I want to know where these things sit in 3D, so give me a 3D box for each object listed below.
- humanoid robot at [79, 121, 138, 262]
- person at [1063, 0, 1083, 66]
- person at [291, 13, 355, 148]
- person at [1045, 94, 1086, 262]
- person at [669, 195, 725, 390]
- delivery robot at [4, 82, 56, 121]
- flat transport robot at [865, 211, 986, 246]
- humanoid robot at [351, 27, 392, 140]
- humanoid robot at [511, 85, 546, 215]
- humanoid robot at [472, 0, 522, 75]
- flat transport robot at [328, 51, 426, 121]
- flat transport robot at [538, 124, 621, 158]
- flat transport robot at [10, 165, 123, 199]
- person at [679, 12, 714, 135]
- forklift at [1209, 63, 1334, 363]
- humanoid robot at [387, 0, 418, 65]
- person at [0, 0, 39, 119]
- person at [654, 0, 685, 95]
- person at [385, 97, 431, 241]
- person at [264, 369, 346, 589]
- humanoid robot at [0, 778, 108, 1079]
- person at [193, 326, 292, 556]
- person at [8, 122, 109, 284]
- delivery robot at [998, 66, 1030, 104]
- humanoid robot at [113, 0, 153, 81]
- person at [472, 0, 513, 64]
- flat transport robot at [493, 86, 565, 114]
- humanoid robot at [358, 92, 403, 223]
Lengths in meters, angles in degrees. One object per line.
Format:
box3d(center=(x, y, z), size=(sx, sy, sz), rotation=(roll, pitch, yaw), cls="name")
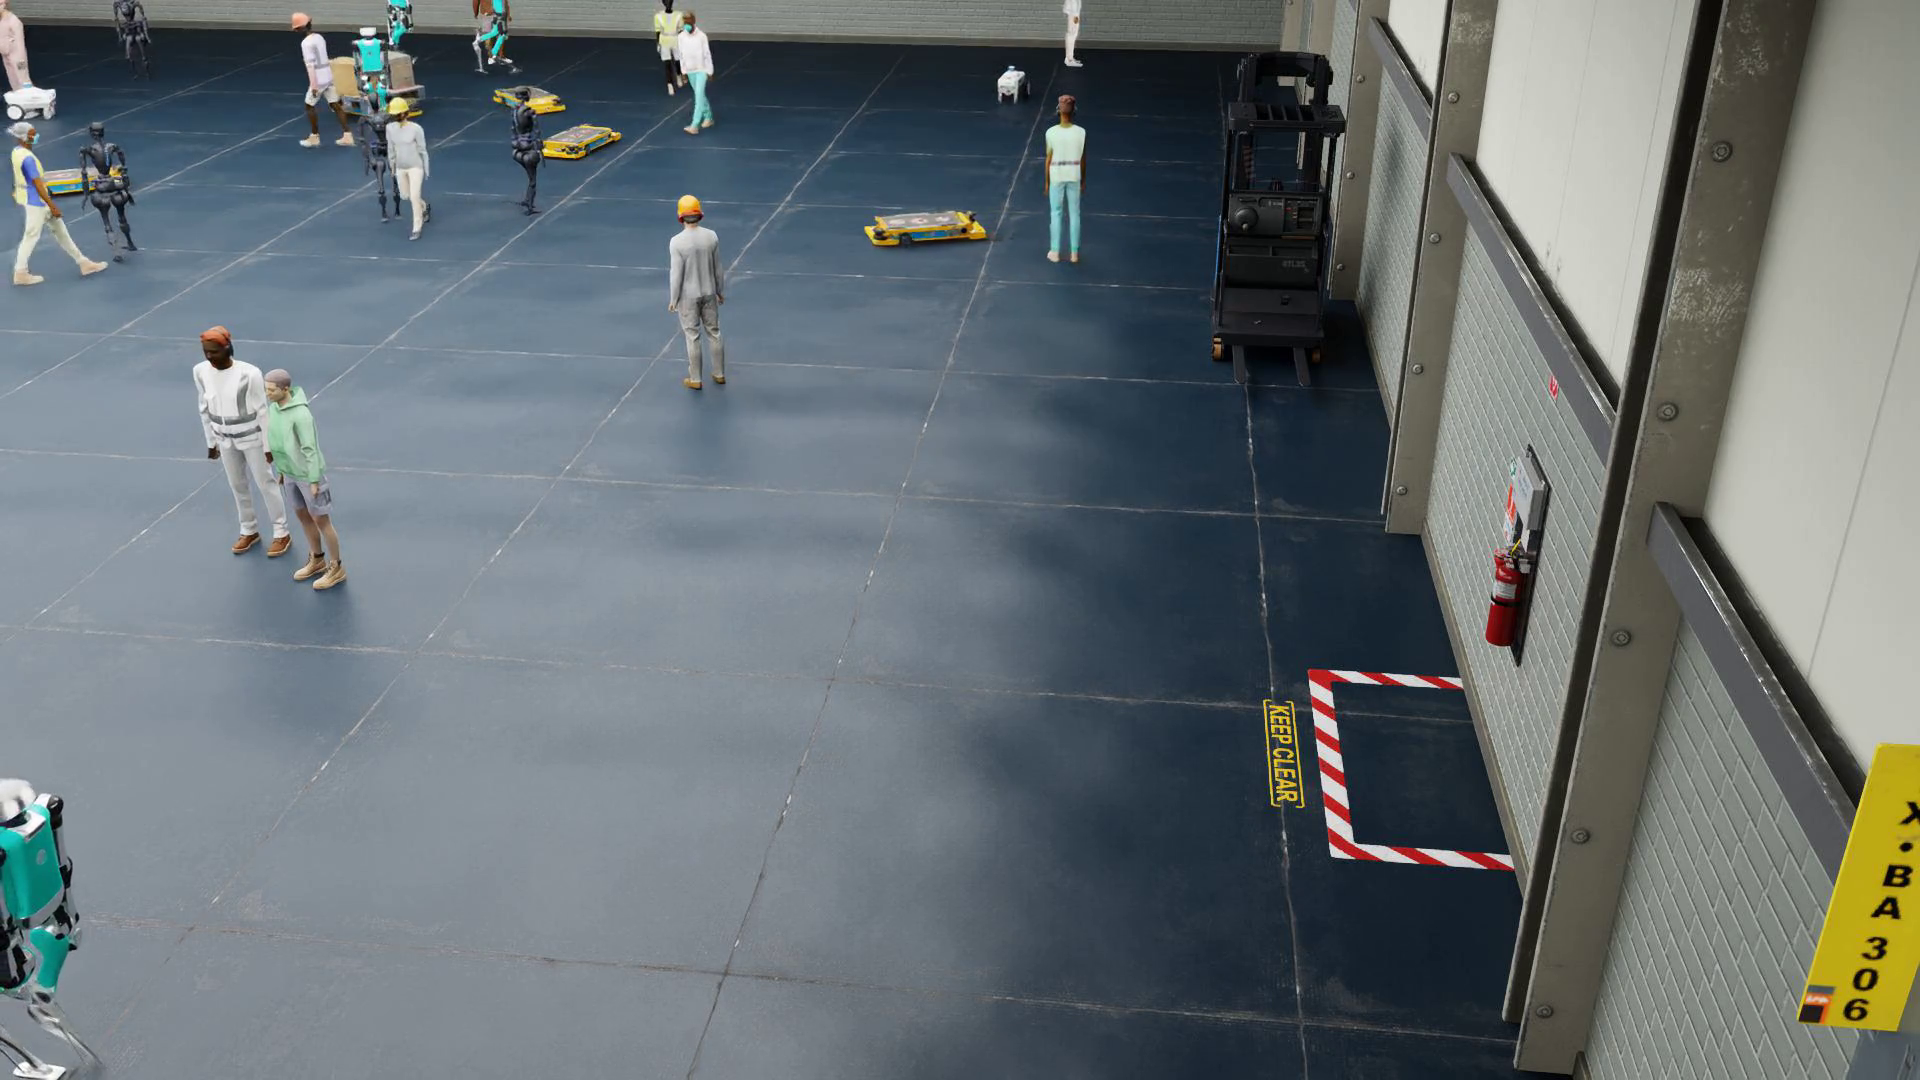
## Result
box3d(center=(-10.286, -4.201, 20.006), size=(0.582, 1.636, 0.618), rotation=(19, 32, 33), cls="humanoid robot")
box3d(center=(2.096, -9.764, 30.836), size=(0.382, 1.875, 0.510), rotation=(-1, 27, -2), cls="person")
box3d(center=(-9.682, -6.889, 24.973), size=(0.918, 1.982, 0.745), rotation=(2, 27, 4), cls="person")
box3d(center=(1.253, -4.287, 19.792), size=(0.488, 1.977, 0.384), rotation=(-1, 27, -3), cls="person")
box3d(center=(-2.550, -2.394, 16.106), size=(0.577, 1.893, 0.375), rotation=(-17, 31, -30), cls="person")
box3d(center=(-15.130, -7.129, 27.054), size=(0.768, 0.597, 0.501), rotation=(-6, 27, -13), cls="delivery robot")
box3d(center=(-0.441, -3.930, 20.984), size=(1.431, 0.231, 0.659), rotation=(-6, 27, -13), cls="flat transport robot")
box3d(center=(-8.993, -6.996, 25.504), size=(0.549, 1.763, 0.968), rotation=(-10, 28, -19), cls="humanoid robot")
box3d(center=(-5.663, -5.097, 21.735), size=(0.589, 1.645, 0.375), rotation=(18, 32, 32), cls="humanoid robot")
box3d(center=(-8.456, -9.166, 29.855), size=(1.038, 1.772, 0.548), rotation=(-17, 31, -31), cls="humanoid robot")
box3d(center=(-9.571, -7.081, 27.274), size=(1.431, 0.231, 0.659), rotation=(16, 31, 28), cls="flat transport robot")
box3d(center=(-5.765, -6.034, 25.184), size=(0.659, 0.231, 1.431), rotation=(8, 28, 16), cls="flat transport robot")
box3d(center=(-12.311, -4.945, 23.010), size=(1.431, 0.231, 0.659), rotation=(-13, 29, -23), cls="flat transport robot")
box3d(center=(-4.108, -7.310, 25.972), size=(0.487, 1.849, 1.015), rotation=(10, 28, 19), cls="person")
box3d(center=(3.241, -3.477, 17.183), size=(1.129, 2.768, 1.873), rotation=(3, 27, 6), cls="forklift")
box3d(center=(-10.265, -9.383, 30.228), size=(0.547, 1.729, 1.027), rotation=(11, 29, 21), cls="humanoid robot")
box3d(center=(-15.290, -7.788, 26.869), size=(0.666, 1.902, 0.403), rotation=(19, 32, 33), cls="person")
box3d(center=(-4.969, -8.534, 28.580), size=(0.534, 1.684, 0.435), rotation=(-4, 27, -7), cls="person")
box3d(center=(-6.879, -4.691, 20.860), size=(0.529, 1.747, 0.694), rotation=(6, 27, 12), cls="person")
box3d(center=(-4.918, -0.469, 12.440), size=(0.464, 1.733, 0.324), rotation=(16, 31, 29), cls="person")
box3d(center=(-4.473, 1.899, 7.769), size=(0.748, 1.828, 0.535), rotation=(4, 27, 7), cls="humanoid robot")
box3d(center=(-5.569, -0.766, 12.876), size=(0.573, 1.877, 0.349), rotation=(5, 27, 9), cls="person")
box3d(center=(-10.571, -3.869, 19.117), size=(1.023, 1.838, 0.550), rotation=(-14, 30, -25), cls="person")
box3d(center=(0.882, -7.759, 28.301), size=(0.499, 0.587, 0.785), rotation=(6, 27, 12), cls="delivery robot")
box3d(center=(-14.655, -8.986, 29.515), size=(0.596, 1.646, 0.449), rotation=(0, 27, -1), cls="humanoid robot")
box3d(center=(-8.730, -9.804, 30.938), size=(0.782, 1.855, 0.400), rotation=(8, 28, 15), cls="person")
box3d(center=(-7.223, -7.359, 27.830), size=(0.659, 0.231, 1.431), rotation=(-19, 32, -33), cls="flat transport robot")
box3d(center=(-7.365, -4.914, 21.387), size=(0.597, 1.649, 0.495), rotation=(-10, 28, -19), cls="humanoid robot")
